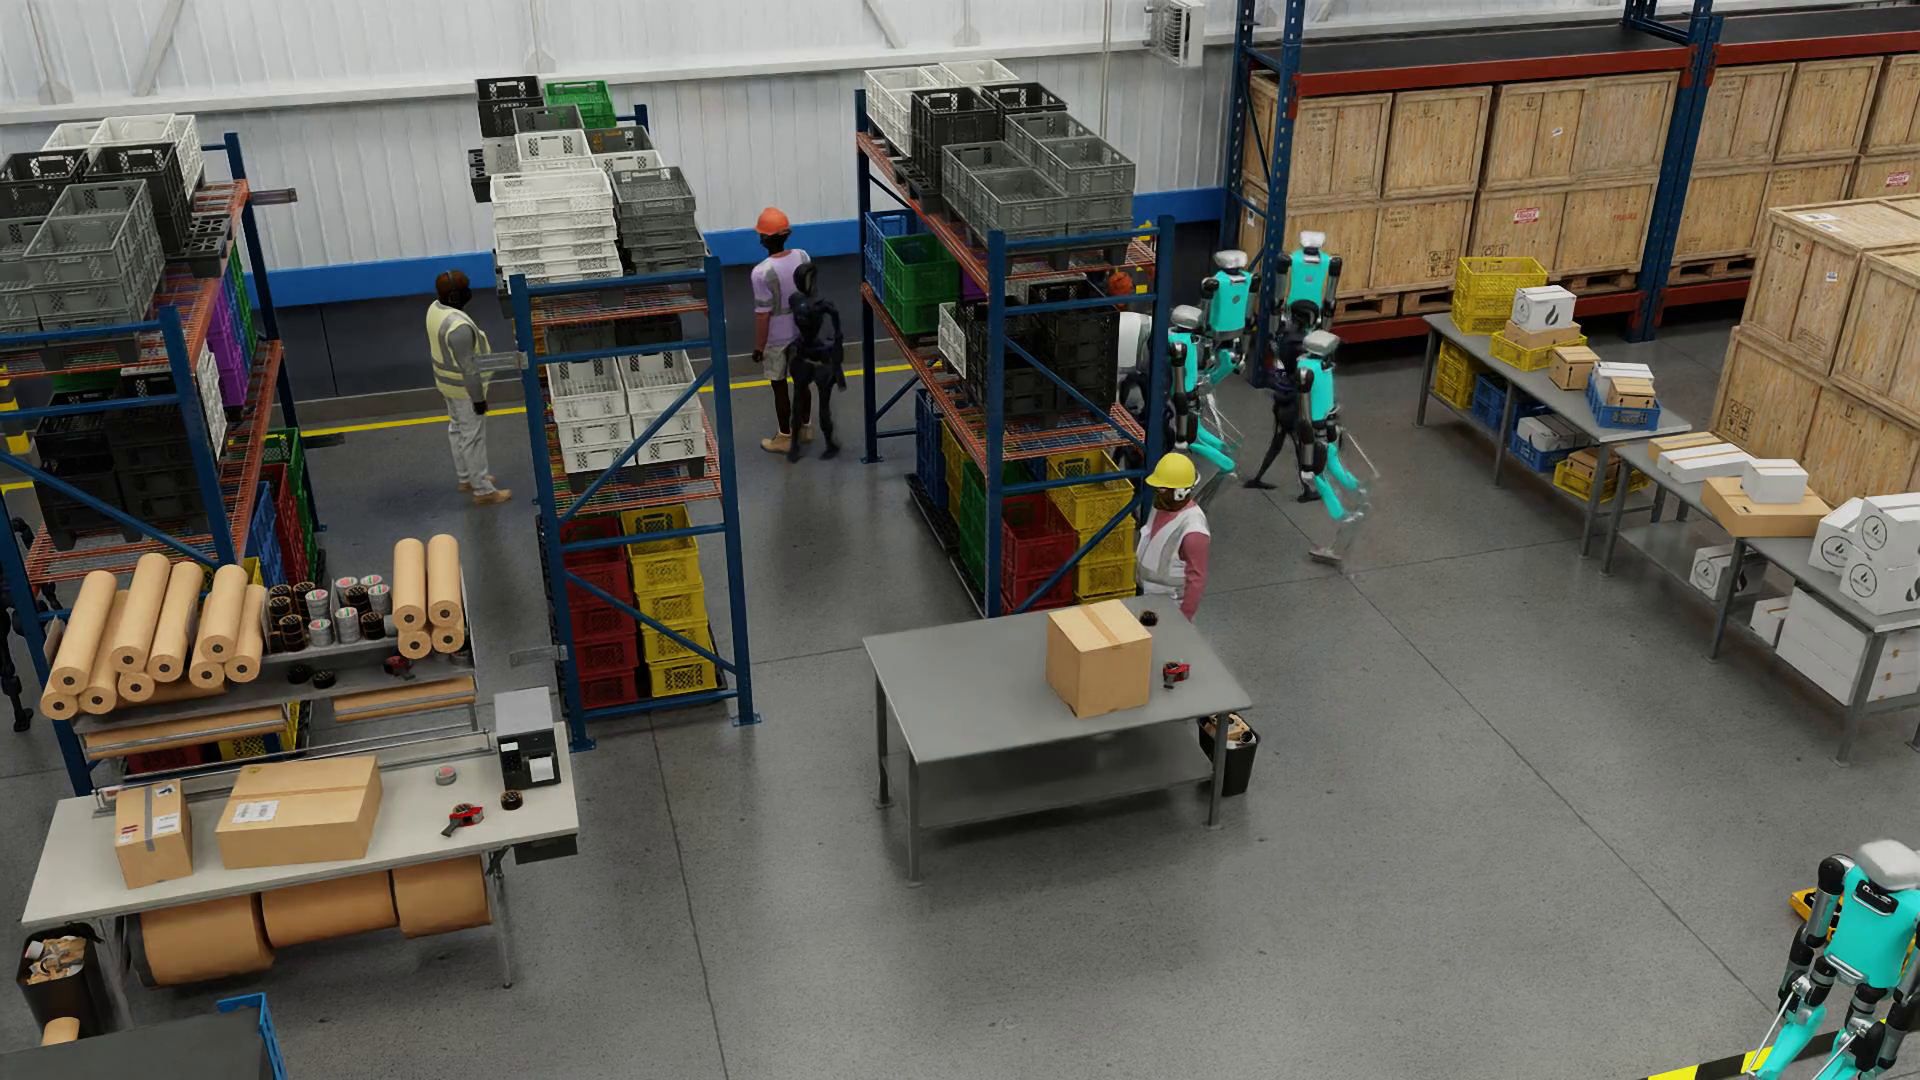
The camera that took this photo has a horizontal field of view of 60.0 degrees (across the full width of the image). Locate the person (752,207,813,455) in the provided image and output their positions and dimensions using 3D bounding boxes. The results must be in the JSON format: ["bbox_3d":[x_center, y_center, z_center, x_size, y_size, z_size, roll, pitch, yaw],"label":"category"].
[{"bbox_3d":[-1.443,-1.668,13.356,0.378,2.045,0.604,21,35,33],"label":"person"}]

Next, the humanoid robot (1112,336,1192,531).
[{"bbox_3d":[1.406,-0.764,12.097,0.603,1.632,0.571,-7,30,-13],"label":"humanoid robot"}]

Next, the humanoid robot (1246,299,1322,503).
[{"bbox_3d":[2.561,-1.090,12.713,0.611,1.640,0.618,0,29,1],"label":"humanoid robot"}]

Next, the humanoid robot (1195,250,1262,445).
[{"bbox_3d":[2.003,-1.549,13.402,0.544,1.751,0.681,-13,31,-22],"label":"humanoid robot"}]

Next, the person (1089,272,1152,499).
[{"bbox_3d":[1.179,-1.103,12.489,0.573,1.887,0.355,-1,29,-3],"label":"person"}]

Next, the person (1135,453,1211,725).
[{"bbox_3d":[1.251,0.310,9.971,0.404,1.833,0.590,-8,30,-14],"label":"person"}]

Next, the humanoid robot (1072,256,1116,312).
[{"bbox_3d":[1.184,-2.040,14.410,0.379,1.637,0.609,-19,34,-30],"label":"humanoid robot"}]

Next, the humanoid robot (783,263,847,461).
[{"bbox_3d":[-1.177,-1.396,13.246,0.609,1.661,0.373,12,31,20],"label":"humanoid robot"}]

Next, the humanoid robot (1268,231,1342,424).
[{"bbox_3d":[2.810,-1.775,13.869,0.532,1.790,0.732,2,29,3],"label":"humanoid robot"}]

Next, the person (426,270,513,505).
[{"bbox_3d":[-3.754,-1.165,12.648,0.431,1.844,0.623,-18,34,-29],"label":"person"}]

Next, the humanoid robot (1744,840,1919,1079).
[{"bbox_3d":[3.498,2.016,6.829,0.735,1.677,0.533,-16,33,-27],"label":"humanoid robot"}]

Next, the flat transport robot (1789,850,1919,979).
[{"bbox_3d":[5.163,1.916,8.676,1.431,0.231,0.659,-8,30,-14],"label":"flat transport robot"}]

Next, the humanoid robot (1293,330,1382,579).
[{"bbox_3d":[2.680,-0.521,11.674,0.788,1.885,0.531,16,33,26],"label":"humanoid robot"}]

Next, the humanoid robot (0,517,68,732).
[{"bbox_3d":[-5.732,0.383,9.991,0.599,1.653,0.315,-4,29,-7],"label":"humanoid robot"}]

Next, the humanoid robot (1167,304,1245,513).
[{"bbox_3d":[1.822,-0.884,12.106,0.735,1.677,0.533,6,29,11],"label":"humanoid robot"}]
